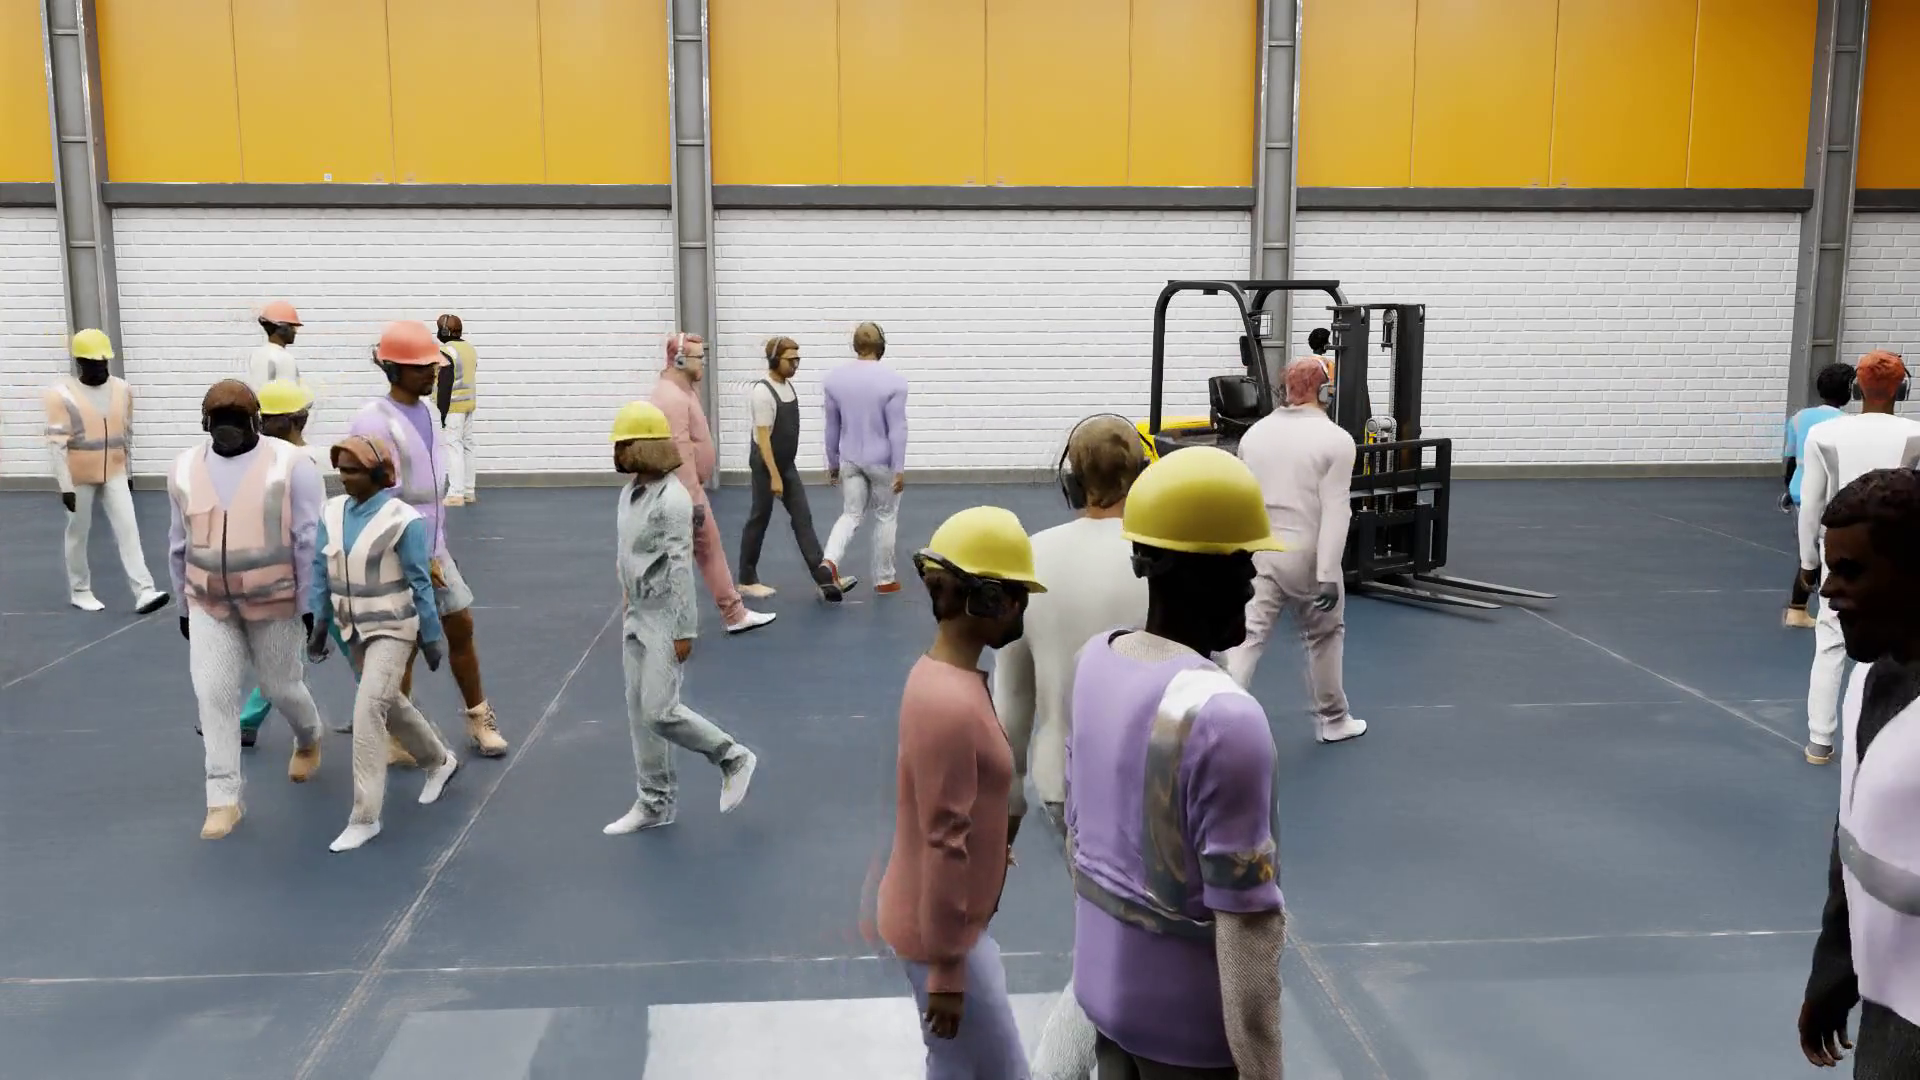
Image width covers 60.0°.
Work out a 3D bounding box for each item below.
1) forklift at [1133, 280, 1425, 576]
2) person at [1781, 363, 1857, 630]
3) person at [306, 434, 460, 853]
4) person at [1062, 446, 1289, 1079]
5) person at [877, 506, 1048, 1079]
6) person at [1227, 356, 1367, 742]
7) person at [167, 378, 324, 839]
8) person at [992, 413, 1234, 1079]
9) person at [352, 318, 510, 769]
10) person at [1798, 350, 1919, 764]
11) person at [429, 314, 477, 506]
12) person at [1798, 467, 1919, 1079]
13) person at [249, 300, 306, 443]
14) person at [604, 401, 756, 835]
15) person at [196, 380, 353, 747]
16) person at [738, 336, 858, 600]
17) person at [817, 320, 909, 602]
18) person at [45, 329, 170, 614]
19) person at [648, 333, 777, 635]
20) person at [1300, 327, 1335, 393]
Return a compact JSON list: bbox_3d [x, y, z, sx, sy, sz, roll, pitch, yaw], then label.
[{"bbox_3d":[2.301,-0.860,12.475,1.214,2.155,2.313,-6,11,-35],"label":"forklift"},{"bbox_3d":[5.495,-0.269,10.418,0.788,1.660,0.549,-3,9,-17],"label":"person"},{"bbox_3d":[-2.281,0.364,6.675,0.507,1.600,0.802,5,10,29],"label":"person"},{"bbox_3d":[0.385,0.797,2.907,0.364,1.928,0.587,-4,10,-24],"label":"person"},{"bbox_3d":[-0.022,0.801,3.438,0.427,1.737,0.549,0,9,-1],"label":"person"},{"bbox_3d":[1.507,0.089,7.634,1.040,1.855,0.654,-8,12,-43],"label":"person"},{"bbox_3d":[-2.898,0.235,6.822,0.639,1.819,0.809,0,9,-2],"label":"person"},{"bbox_3d":[0.321,0.641,4.048,0.639,1.891,1.010,7,11,36],"label":"person"},{"bbox_3d":[-2.376,0.031,7.430,0.522,2.022,0.627,3,9,16],"label":"person"},{"bbox_3d":[4.055,0.098,7.432,0.575,1.885,0.355,7,11,36],"label":"person"},{"bbox_3d":[-4.885,-1.248,16.022,0.429,1.844,0.626,1,9,8],"label":"person"},{"bbox_3d":[1.653,0.823,2.859,0.458,1.886,0.621,2,9,15],"label":"person"},{"bbox_3d":[-5.147,-0.828,12.828,0.605,2.013,0.798,7,11,38],"label":"person"},{"bbox_3d":[-1.146,0.310,6.590,0.508,1.734,0.487,-6,11,-35],"label":"person"},{"bbox_3d":[-3.157,0.114,7.845,0.894,1.718,0.545,-3,9,-16],"label":"person"},{"bbox_3d":[-1.154,-0.462,11.205,0.935,1.796,0.542,4,10,24],"label":"person"},{"bbox_3d":[-0.659,-0.519,11.228,0.634,1.917,0.819,4,10,26],"label":"person"},{"bbox_3d":[-5.540,-0.423,10.745,1.007,1.863,0.604,6,11,34],"label":"person"},{"bbox_3d":[-1.560,-0.296,9.968,0.939,1.864,0.676,0,9,-3],"label":"person"},{"bbox_3d":[3.591,-1.298,16.817,0.320,1.690,0.524,-6,11,-32],"label":"person"}]
